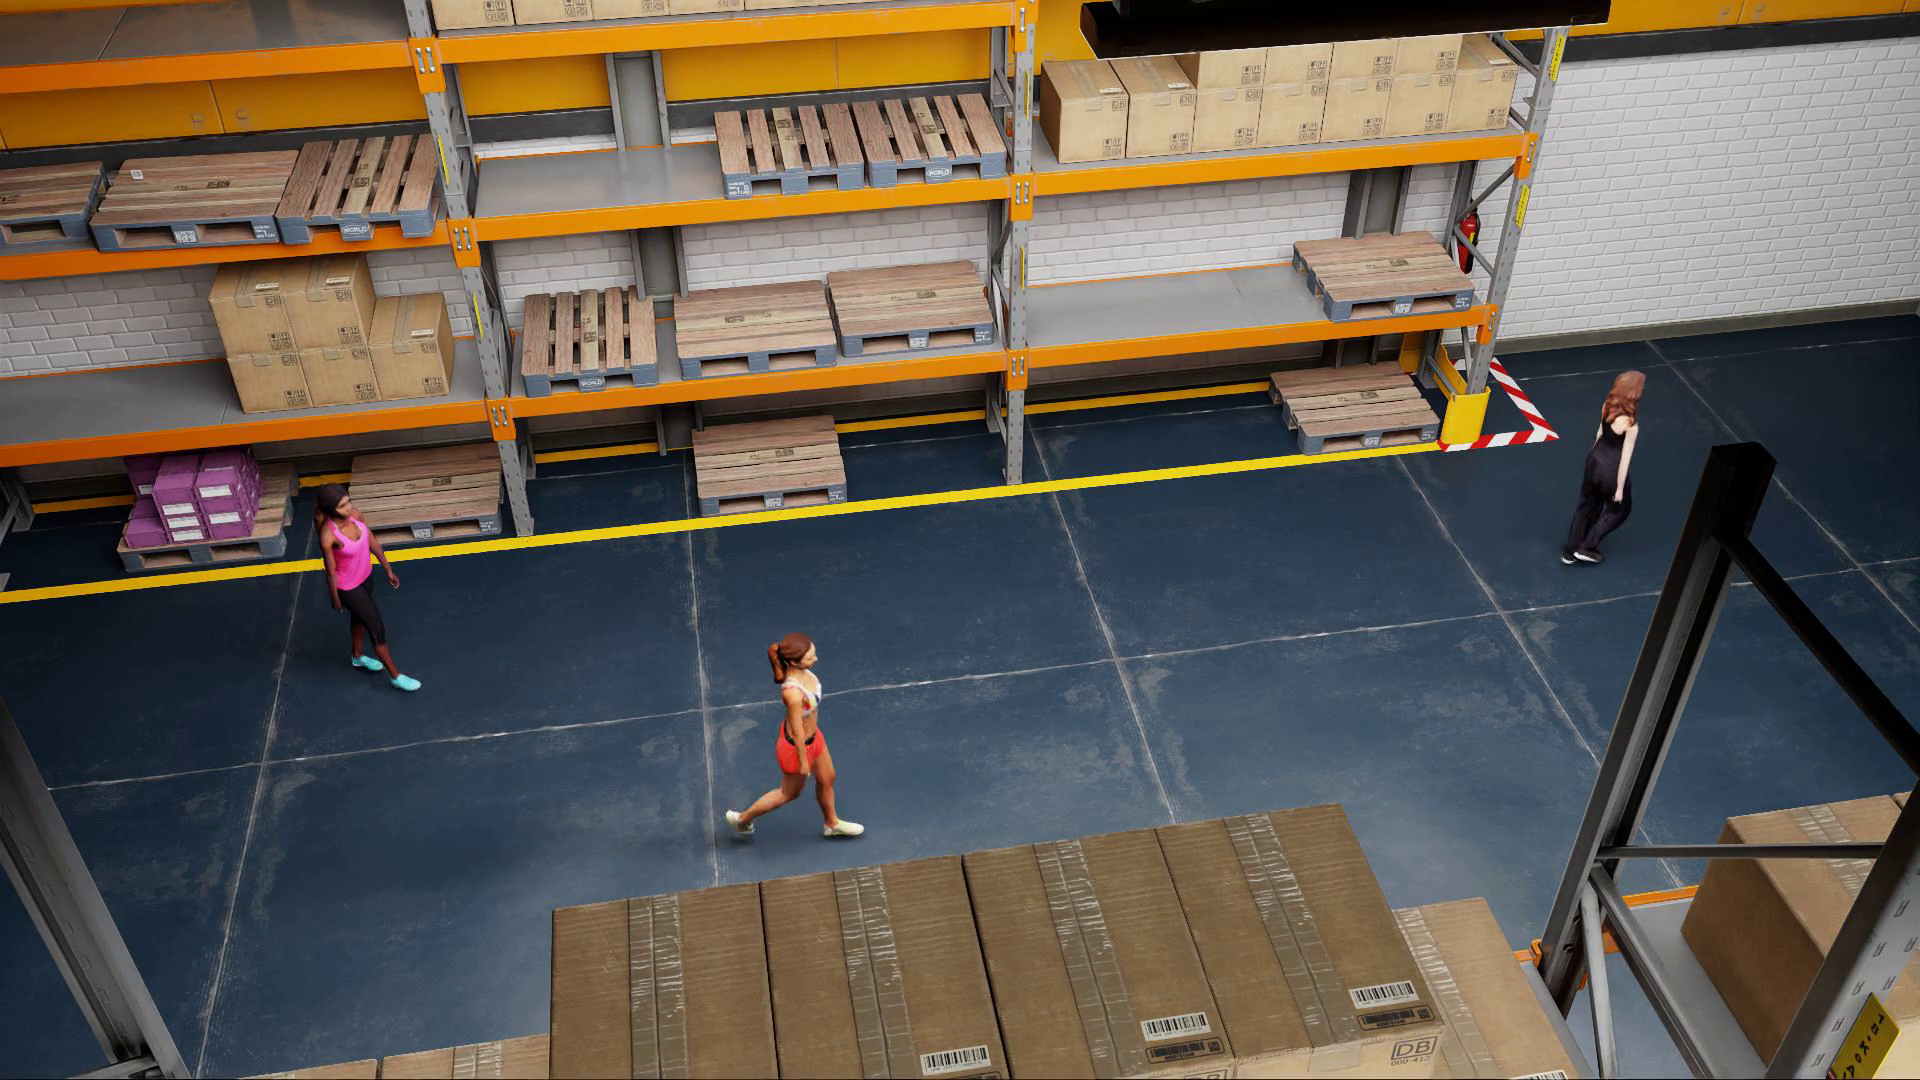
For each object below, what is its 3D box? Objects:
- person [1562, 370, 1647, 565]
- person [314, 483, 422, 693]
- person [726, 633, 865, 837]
[{"bbox_3d":[4.782,-0.506,12.520,0.665,1.741,0.649,-12,40,-14],"label":"person"},{"bbox_3d":[-4.282,0.277,11.576,0.982,1.696,0.815,11,40,13],"label":"person"},{"bbox_3d":[-1.083,1.271,10.280,1.131,1.759,0.713,-1,39,-2],"label":"person"}]
